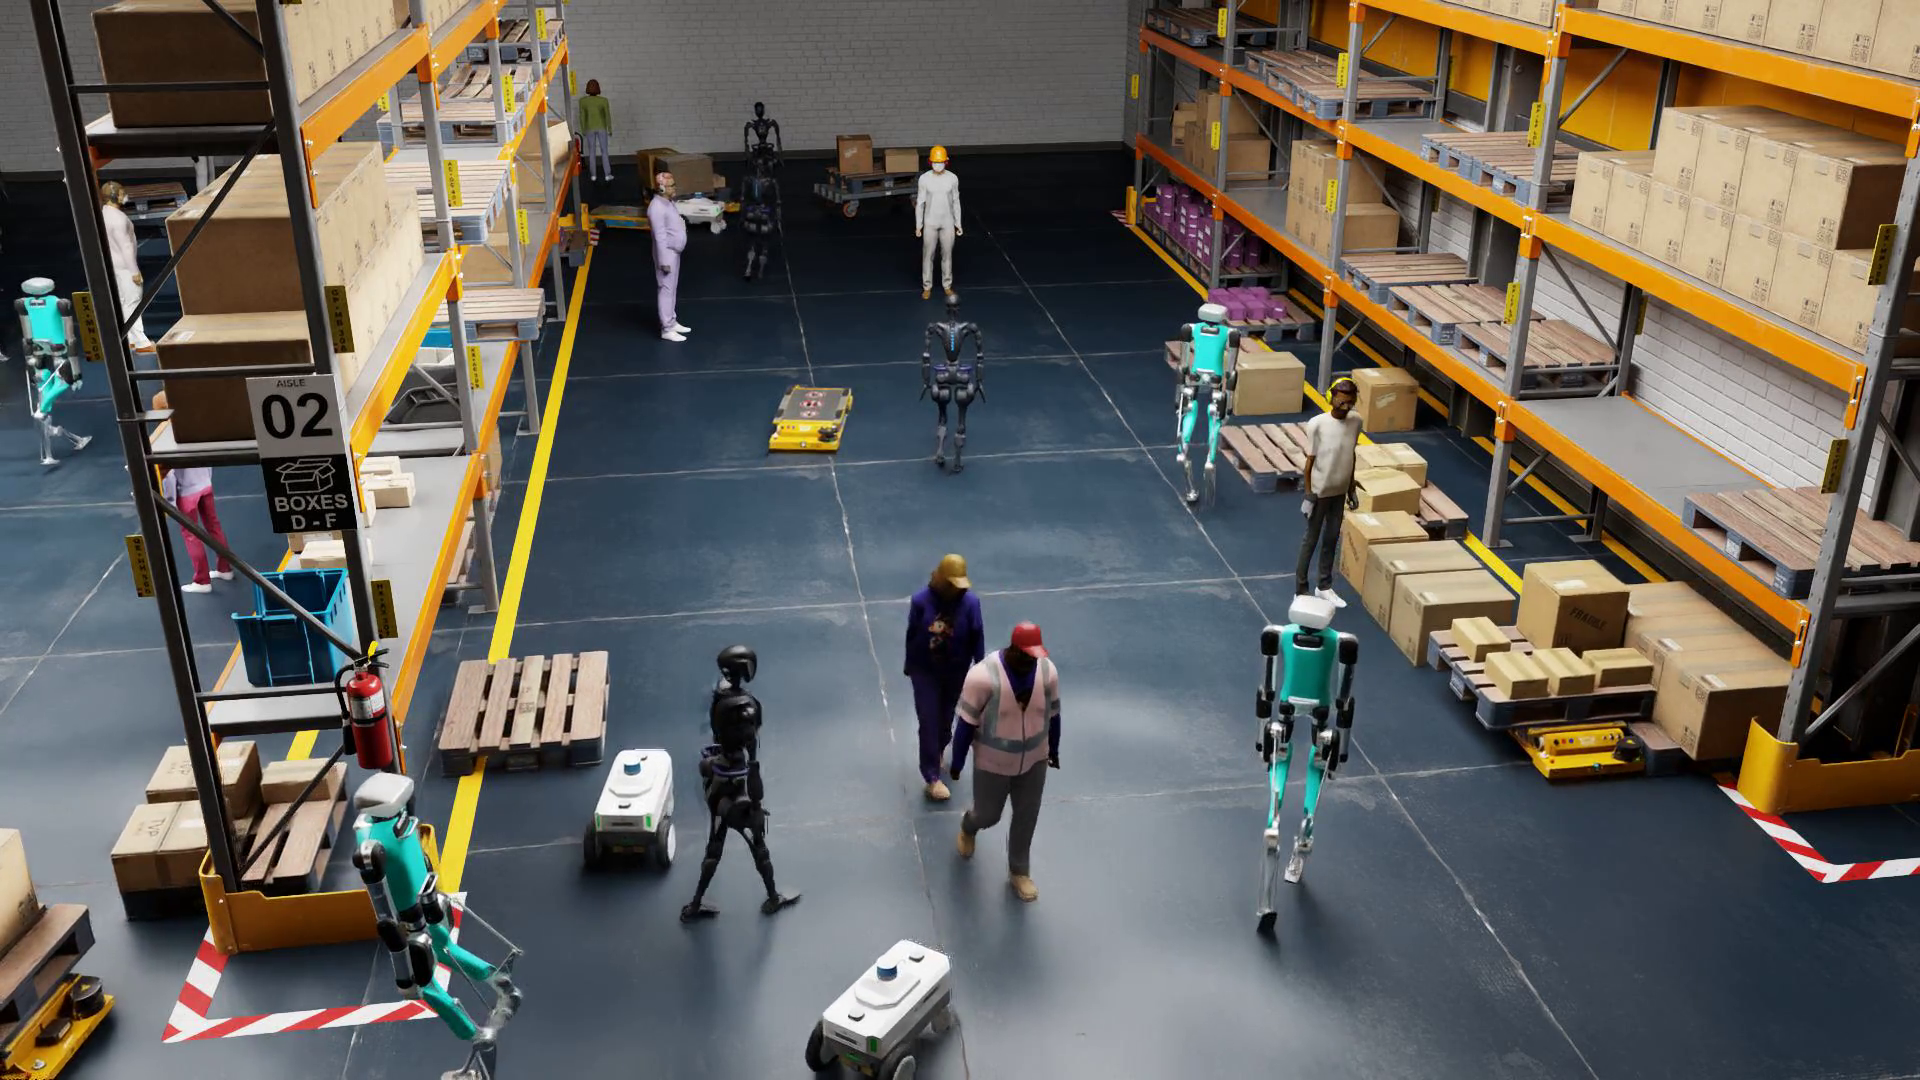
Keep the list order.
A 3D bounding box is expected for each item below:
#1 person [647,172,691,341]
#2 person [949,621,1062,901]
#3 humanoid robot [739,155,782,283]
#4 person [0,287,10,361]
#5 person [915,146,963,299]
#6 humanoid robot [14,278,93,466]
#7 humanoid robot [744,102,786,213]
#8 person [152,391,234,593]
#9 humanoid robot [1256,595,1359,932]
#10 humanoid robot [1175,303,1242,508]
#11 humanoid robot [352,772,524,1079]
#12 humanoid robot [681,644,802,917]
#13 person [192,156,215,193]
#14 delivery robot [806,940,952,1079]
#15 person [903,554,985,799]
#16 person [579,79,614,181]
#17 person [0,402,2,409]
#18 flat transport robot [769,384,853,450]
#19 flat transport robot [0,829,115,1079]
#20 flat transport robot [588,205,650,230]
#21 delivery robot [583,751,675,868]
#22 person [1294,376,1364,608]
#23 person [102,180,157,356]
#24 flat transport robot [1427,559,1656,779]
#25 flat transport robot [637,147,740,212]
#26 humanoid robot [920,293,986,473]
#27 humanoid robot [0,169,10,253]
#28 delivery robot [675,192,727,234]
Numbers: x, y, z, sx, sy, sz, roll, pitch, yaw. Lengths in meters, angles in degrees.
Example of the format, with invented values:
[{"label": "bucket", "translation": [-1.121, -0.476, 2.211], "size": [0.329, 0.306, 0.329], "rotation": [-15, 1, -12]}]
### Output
[{"label": "person", "translation": [-3.321, -3.251, 19.048], "size": [0.408, 1.910, 0.635], "rotation": [1, 24, 1]}, {"label": "person", "translation": [0.246, 1.167, 9.208], "size": [0.640, 1.720, 0.643], "rotation": [-8, 25, -17]}, {"label": "humanoid robot", "translation": [-2.570, -4.102, 21.283], "size": [0.617, 1.634, 0.318], "rotation": [5, 24, 12]}, {"label": "person", "translation": [-10.897, -2.876, 18.440], "size": [0.737, 1.711, 0.364], "rotation": [17, 29, 34]}, {"label": "person", "translation": [-0.261, -3.931, 20.614], "size": [0.587, 1.893, 0.364], "rotation": [-4, 24, -9]}, {"label": "humanoid robot", "translation": [-8.435, -1.474, 15.279], "size": [0.534, 1.758, 1.054], "rotation": [3, 24, 7]}, {"label": "humanoid robot", "translation": [-2.937, -5.759, 25.048], "size": [0.609, 1.650, 0.361], "rotation": [-5, 24, -11]}, {"label": "person", "translation": [-5.948, -0.373, 12.841], "size": [0.284, 1.628, 0.500], "rotation": [7, 25, 15]}, {"label": "humanoid robot", "translation": [1.804, 1.268, 8.981], "size": [0.543, 1.768, 0.943], "rotation": [7, 25, 16]}, {"label": "humanoid robot", "translation": [2.076, -1.045, 14.376], "size": [0.538, 1.892, 0.744], "rotation": [7, 25, 16]}, {"label": "humanoid robot", "translation": [-2.281, 1.916, 7.628], "size": [0.748, 1.898, 0.551], "rotation": [0, 24, 0]}, {"label": "humanoid robot", "translation": [-1.271, 1.318, 8.986], "size": [0.682, 1.645, 0.599], "rotation": [-12, 26, -26]}, {"label": "person", "translation": [-11.520, -5.936, 25.266], "size": [0.429, 1.831, 0.633], "rotation": [0, 24, 0]}, {"label": "delivery robot", "translation": [-0.358, 2.303, 8.084], "size": [0.499, 0.602, 0.806], "rotation": [14, 27, 29]}, {"label": "person", "translation": [-0.095, 0.805, 10.191], "size": [0.481, 1.576, 0.718], "rotation": [-3, 24, -7]}, {"label": "person", "translation": [-5.965, -6.723, 27.293], "size": [0.506, 1.631, 0.265], "rotation": [-1, 24, -2]}, {"label": "person", "translation": [-10.046, -2.231, 16.670], "size": [0.498, 1.949, 0.426], "rotation": [-16, 28, -32]}, {"label": "flat transport robot", "translation": [-1.459, -1.217, 16.450], "size": [0.659, 0.231, 1.431], "rotation": [1, 24, 2]}, {"label": "flat transport robot", "translation": [-5.037, 2.407, 8.194], "size": [1.431, 0.231, 0.659], "rotation": [2, 24, 4]}, {"label": "flat transport robot", "translation": [-4.854, -4.713, 24.416], "size": [1.431, 0.231, 0.659], "rotation": [6, 24, 13]}, {"label": "delivery robot", "translation": [-1.910, 1.568, 9.770], "size": [0.499, 0.611, 0.812], "rotation": [0, 24, 0]}, {"label": "person", "translation": [2.788, -0.343, 12.477], "size": [0.516, 1.864, 0.336], "rotation": [-11, 26, -24]}, {"label": "person", "translation": [-9.269, -3.020, 18.491], "size": [0.370, 1.934, 0.627], "rotation": [-20, 30, -37]}, {"label": "flat transport robot", "translation": [3.909, 1.129, 11.106], "size": [0.659, 0.231, 1.431], "rotation": [-3, 24, -8]}, {"label": "flat transport robot", "translation": [-4.102, -5.055, 25.193], "size": [1.431, 0.231, 0.659], "rotation": [-13, 27, -28]}, {"label": "humanoid robot", "translation": [-0.062, -1.437, 15.205], "size": [0.613, 1.644, 0.351], "rotation": [0, 24, 0]}, {"label": "humanoid robot", "translation": [-13.464, -4.814, 22.911], "size": [0.596, 1.636, 0.625], "rotation": [-12, 26, -25]}, {"label": "delivery robot", "translation": [-3.803, -4.734, 24.131], "size": [0.811, 0.613, 0.499], "rotation": [4, 24, 10]}]
